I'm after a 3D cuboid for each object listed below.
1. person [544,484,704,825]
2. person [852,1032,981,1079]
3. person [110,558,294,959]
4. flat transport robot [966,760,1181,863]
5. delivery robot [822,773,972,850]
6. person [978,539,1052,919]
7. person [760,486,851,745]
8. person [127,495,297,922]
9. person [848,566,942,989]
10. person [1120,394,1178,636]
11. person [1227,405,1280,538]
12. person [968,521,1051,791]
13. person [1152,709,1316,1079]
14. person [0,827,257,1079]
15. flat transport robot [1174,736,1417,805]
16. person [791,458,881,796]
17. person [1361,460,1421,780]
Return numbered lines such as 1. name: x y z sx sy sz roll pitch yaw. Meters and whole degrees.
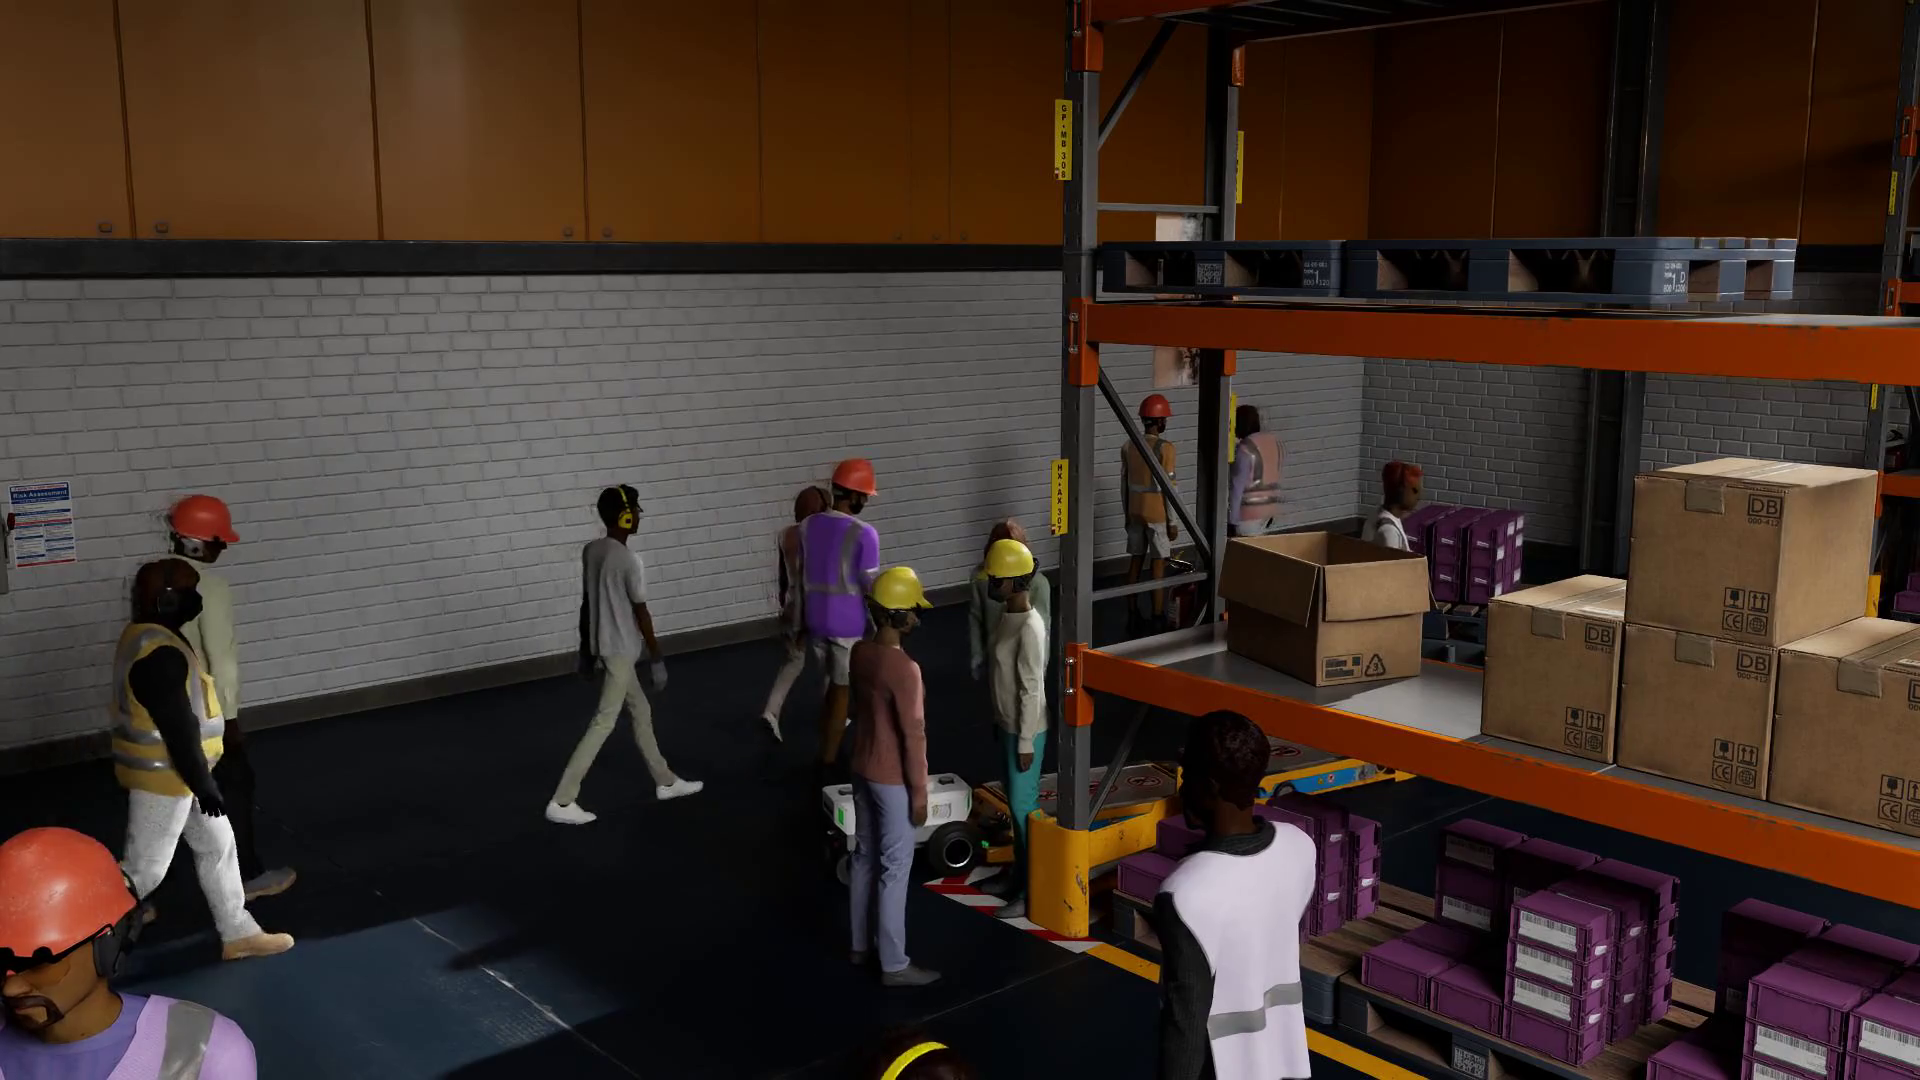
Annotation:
1. person: -1.848 0.609 8.982 0.998 1.826 0.531 -8 13 -39
2. person: -0.186 1.656 2.769 0.552 1.839 0.743 -4 10 -22
3. person: -3.368 0.972 6.906 0.936 1.803 0.615 -4 11 -24
4. flat transport robot: 0.655 1.412 8.785 1.431 0.197 0.652 -4 11 -23
5. delivery robot: -0.314 1.320 8.223 0.707 0.478 0.477 -3 10 -18
6. person: 0.245 0.863 7.670 0.339 1.760 0.528 -2 10 -10
7. person: -0.966 0.467 10.393 0.518 1.611 0.763 6 11 30
8. person: -3.537 0.767 7.679 0.693 1.948 0.678 4 10 22
9. person: -0.284 0.981 6.944 0.325 1.768 0.524 -6 11 -32
10. person: 1.538 -0.202 13.360 0.370 1.939 0.543 -8 13 -41
11. person: 2.416 -0.209 13.759 0.466 1.815 0.670 8 13 39
12. person: 0.268 0.684 9.146 0.506 1.608 0.536 7 12 36
13. person: 0.675 1.369 4.222 0.391 1.920 0.593 8 13 39
14. person: -1.585 1.506 3.053 0.614 2.042 0.373 -1 10 -4
15. flat transport robot: 1.897 1.286 9.525 1.431 0.197 0.652 -6 11 -31
16. person: -0.676 0.479 9.494 0.621 1.894 0.663 6 12 33
17. person: 2.460 0.466 9.674 0.351 1.881 0.584 2 10 10
